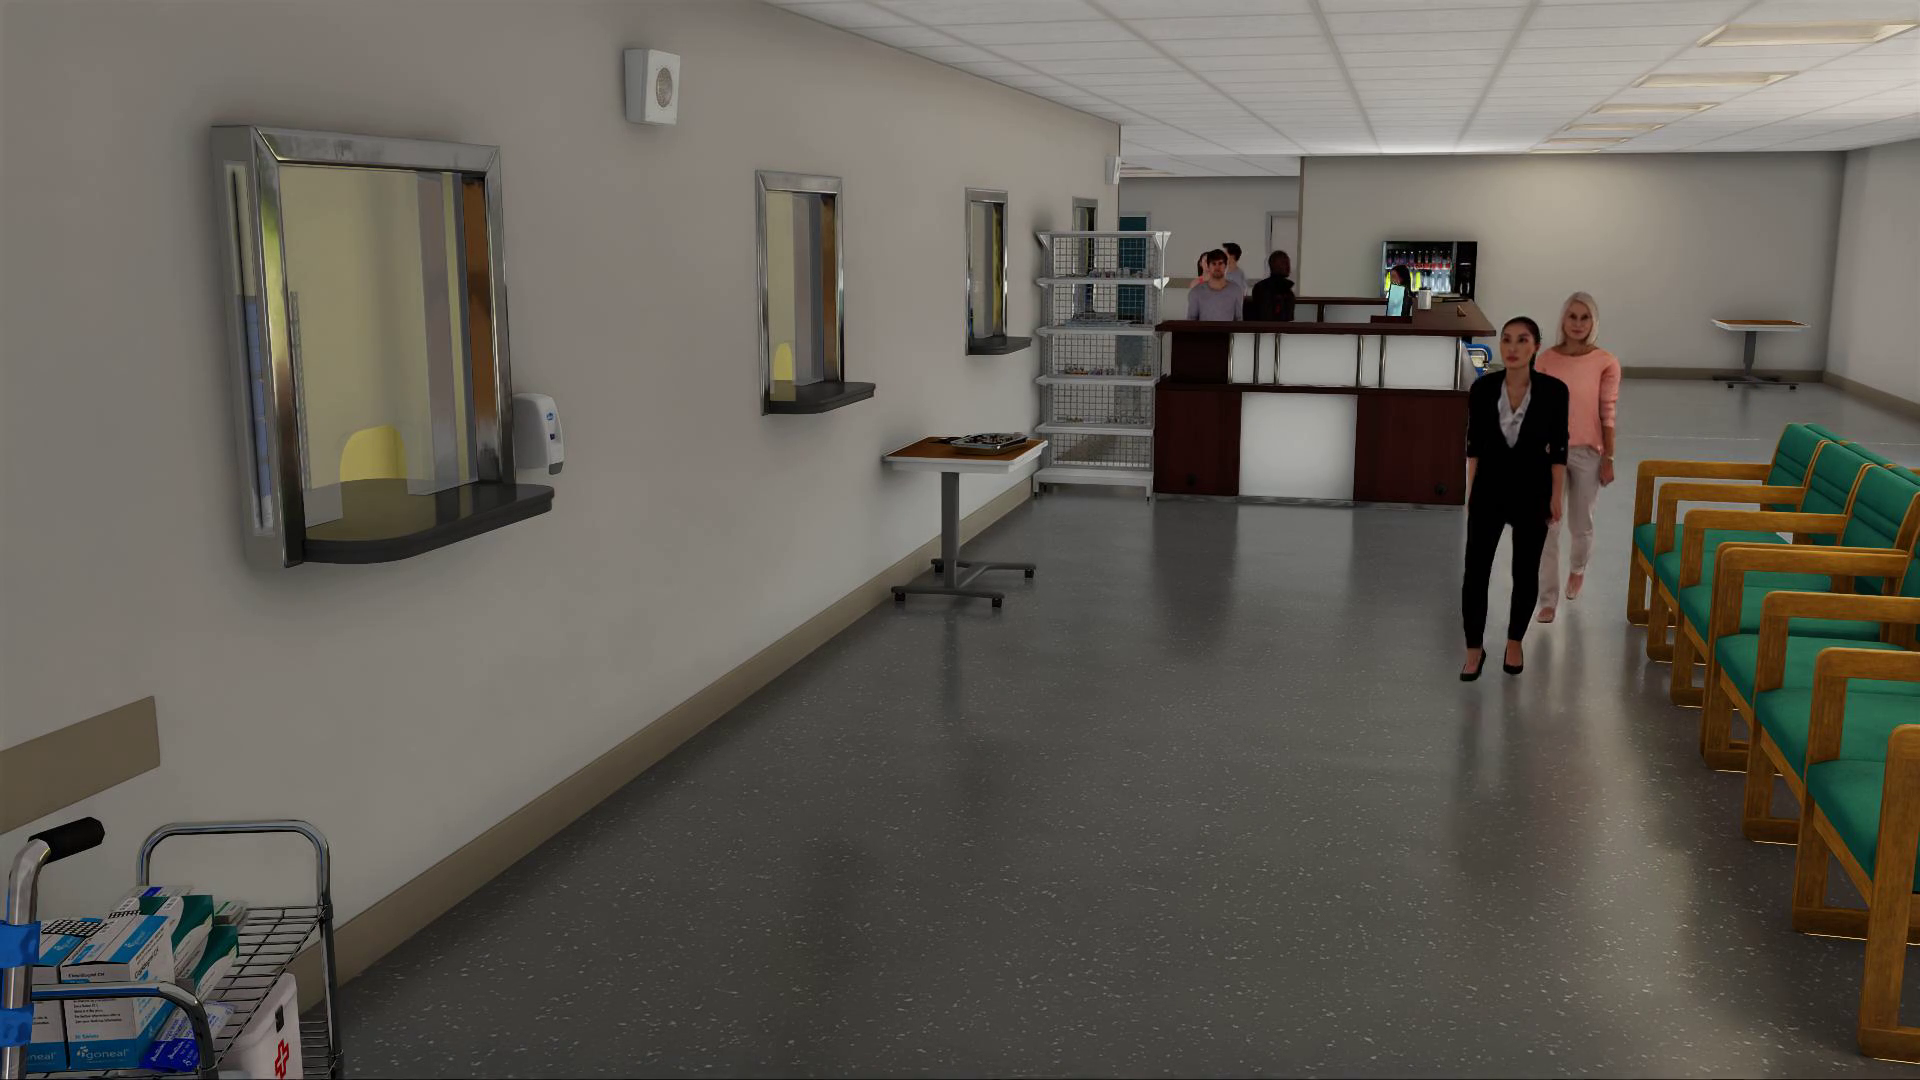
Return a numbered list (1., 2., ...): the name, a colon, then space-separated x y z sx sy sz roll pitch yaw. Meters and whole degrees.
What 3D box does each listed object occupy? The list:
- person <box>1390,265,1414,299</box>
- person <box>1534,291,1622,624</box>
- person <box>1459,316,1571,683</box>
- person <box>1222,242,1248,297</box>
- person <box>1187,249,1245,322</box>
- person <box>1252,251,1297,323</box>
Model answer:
1. person: 4.986 -2.250 18.546 0.756 1.610 0.694 1 11 4
2. person: 3.226 -0.431 8.752 1.089 1.688 0.785 5 12 23
3. person: 2.538 -0.182 7.571 0.759 1.639 0.720 4 12 22
4. person: 3.086 -2.315 18.264 0.972 1.844 0.862 -1 11 -3
5. person: 2.284 -1.673 14.885 0.577 1.843 0.782 0 11 -1
6. person: 2.857 -1.804 15.734 1.330 1.783 1.108 10 15 43
